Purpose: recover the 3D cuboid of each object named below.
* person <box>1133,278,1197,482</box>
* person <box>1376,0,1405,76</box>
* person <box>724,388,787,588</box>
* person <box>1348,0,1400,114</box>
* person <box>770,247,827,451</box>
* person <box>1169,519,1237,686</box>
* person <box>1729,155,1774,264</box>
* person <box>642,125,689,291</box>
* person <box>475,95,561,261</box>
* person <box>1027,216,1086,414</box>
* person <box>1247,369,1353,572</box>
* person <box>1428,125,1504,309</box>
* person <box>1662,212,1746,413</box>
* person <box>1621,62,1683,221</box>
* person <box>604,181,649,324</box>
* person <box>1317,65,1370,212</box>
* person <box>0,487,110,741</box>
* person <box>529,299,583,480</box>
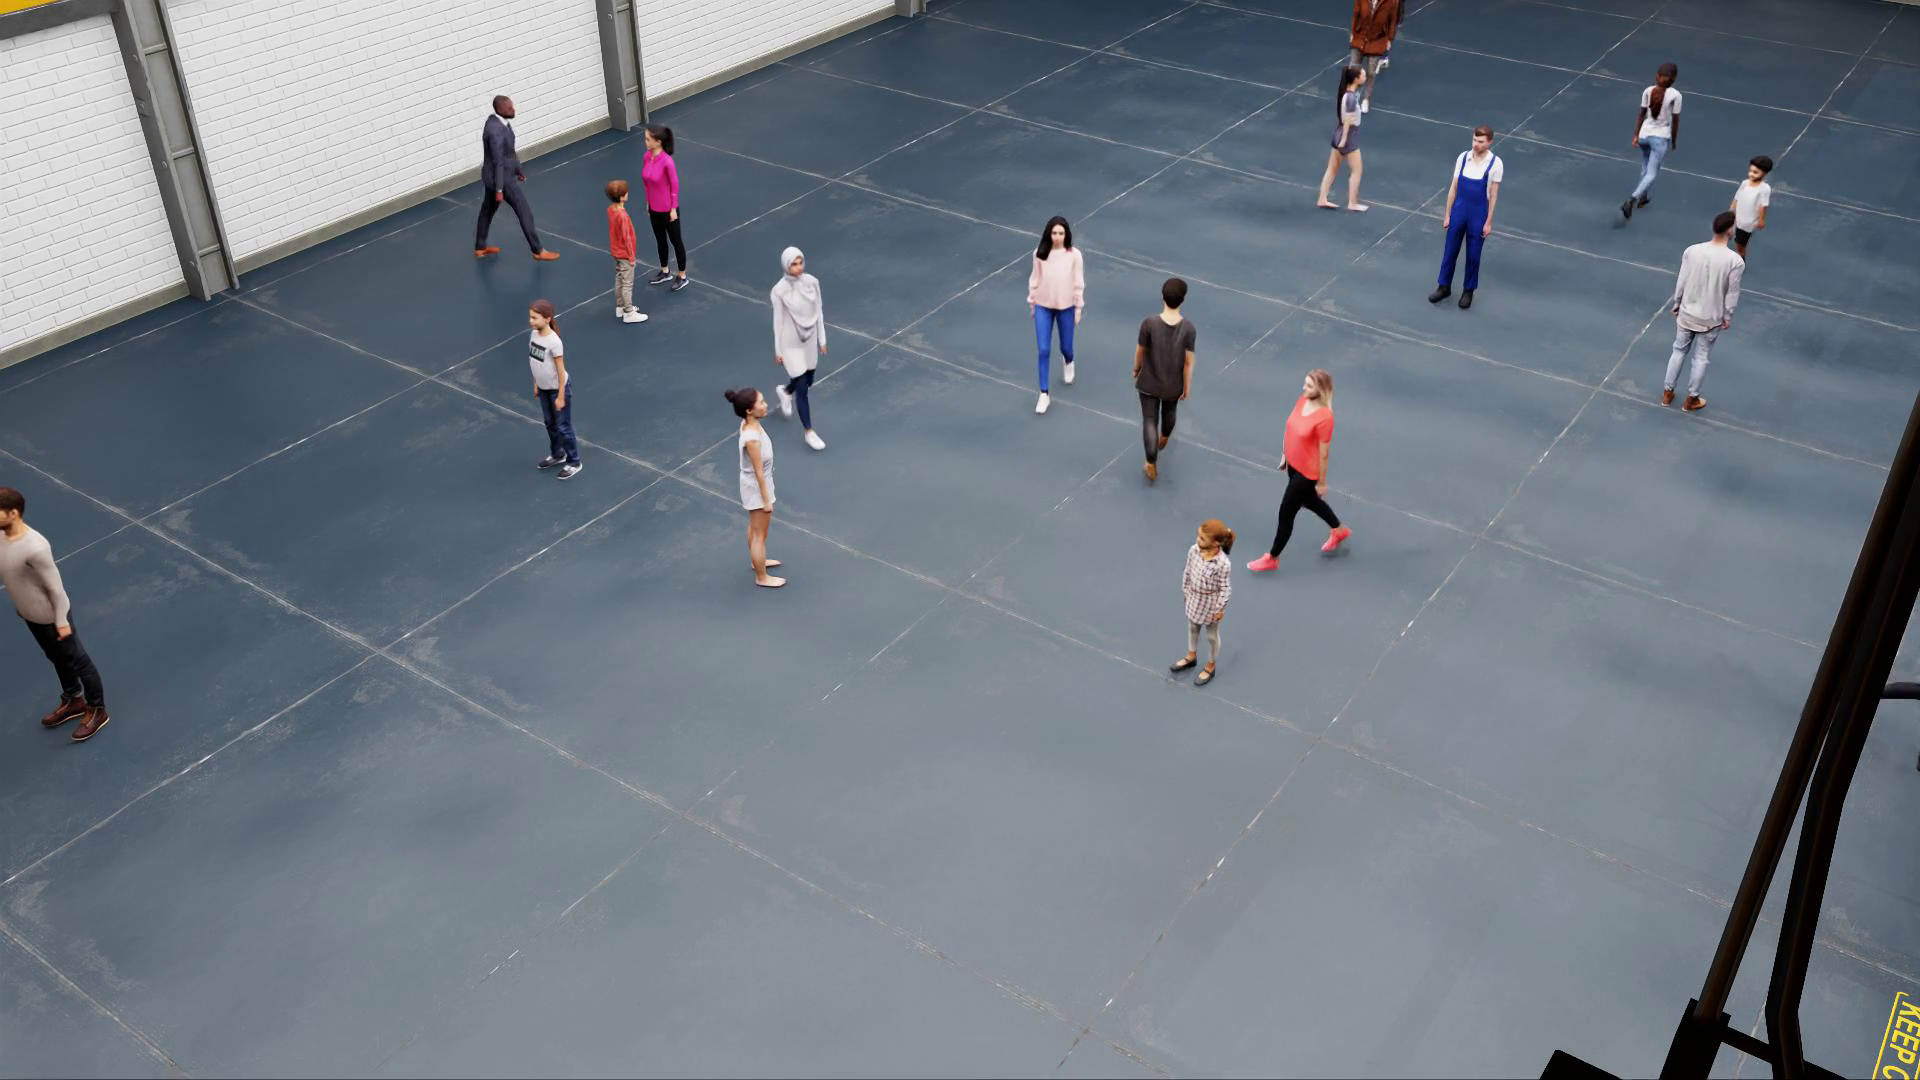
[{"bbox_3d":[1.645,-1.273,13.582,0.966,1.671,1.144,3,34,4],"label":"person"},{"bbox_3d":[5.817,-7.082,22.520,0.663,1.451,0.919,29,43,36],"label":"person"},{"bbox_3d":[-1.508,-0.404,12.334,0.727,1.604,0.670,-7,34,-10],"label":"person"},{"bbox_3d":[5.209,-6.356,21.090,0.795,1.824,0.776,11,35,16],"label":"person"},{"bbox_3d":[-1.405,-1.670,14.100,1.064,1.757,0.908,-22,39,-29],"label":"person"},{"bbox_3d":[1.692,0.393,11.402,0.557,1.310,0.569,-25,41,-33],"label":"person"},{"bbox_3d":[8.142,-3.349,17.093,0.792,1.242,0.668,-18,38,-25],"label":"person"},{"bbox_3d":[-2.964,-3.348,16.678,0.574,1.698,0.543,23,40,30],"label":"person"},{"bbox_3d":[-4.790,-3.676,17.123,1.217,1.752,1.112,-12,36,-18],"label":"person"},{"bbox_3d":[0.857,-2.039,14.662,0.888,1.752,1.086,7,34,11],"label":"person"},{"bbox_3d":[2.673,-0.525,12.463,1.197,1.663,1.061,-9,35,-13],"label":"person"},{"bbox_3d":[5.010,-3.192,16.308,0.626,1.848,0.557,20,38,27],"label":"person"},{"bbox_3d":[6.478,-1.991,14.511,0.703,1.837,0.588,26,41,33],"label":"person"},{"bbox_3d":[7.552,-4.328,18.159,1.134,1.691,0.759,-26,42,-33],"label":"person"},{"bbox_3d":[-3.284,-2.798,16.107,0.577,1.416,0.598,-18,38,-25],"label":"person"},{"bbox_3d":[4.163,-4.420,18.352,0.884,1.631,0.839,-3,34,-4],"label":"person"},{"bbox_3d":[-5.939,0.455,10.804,0.663,1.868,0.580,18,38,25],"label":"person"},{"bbox_3d":[-3.351,-1.267,13.670,0.552,1.563,0.544,26,41,33],"label":"person"}]
